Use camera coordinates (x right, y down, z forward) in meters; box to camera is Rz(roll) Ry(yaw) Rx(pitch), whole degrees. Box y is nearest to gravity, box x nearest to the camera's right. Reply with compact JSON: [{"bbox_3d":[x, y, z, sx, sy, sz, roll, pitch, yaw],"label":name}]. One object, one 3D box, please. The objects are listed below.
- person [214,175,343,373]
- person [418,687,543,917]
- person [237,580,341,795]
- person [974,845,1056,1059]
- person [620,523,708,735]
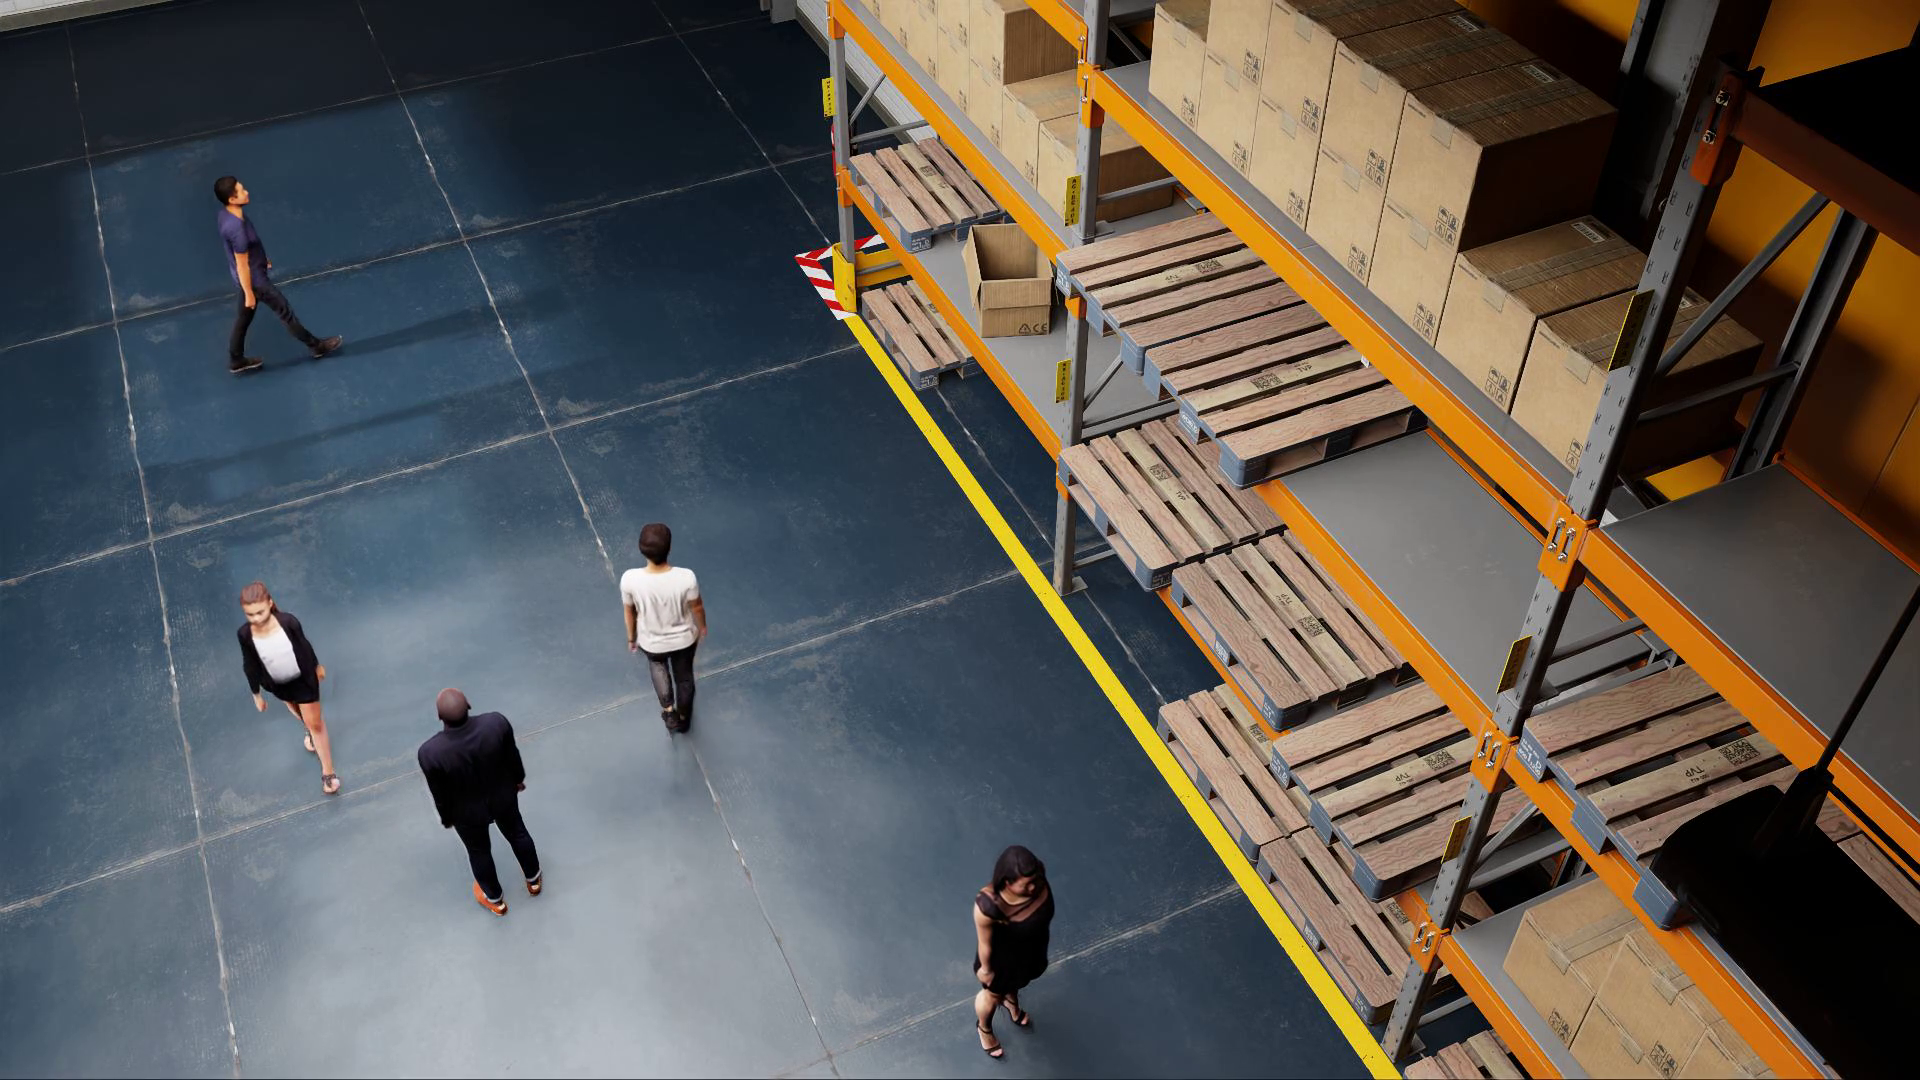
[{"bbox_3d":[-5.701,-2.052,13.182,0.795,1.747,1.085,-22,48,-21],"label":"person"},{"bbox_3d":[-2.705,1.476,9.427,0.740,1.819,0.669,-28,50,-26],"label":"person"},{"bbox_3d":[-4.187,0.789,10.358,0.650,1.527,0.988,-13,45,-13],"label":"person"},{"bbox_3d":[0.264,2.146,8.797,0.735,1.717,0.740,32,52,29],"label":"person"},{"bbox_3d":[-1.840,0.628,10.392,0.734,1.715,0.723,-4,44,-4],"label":"person"}]
